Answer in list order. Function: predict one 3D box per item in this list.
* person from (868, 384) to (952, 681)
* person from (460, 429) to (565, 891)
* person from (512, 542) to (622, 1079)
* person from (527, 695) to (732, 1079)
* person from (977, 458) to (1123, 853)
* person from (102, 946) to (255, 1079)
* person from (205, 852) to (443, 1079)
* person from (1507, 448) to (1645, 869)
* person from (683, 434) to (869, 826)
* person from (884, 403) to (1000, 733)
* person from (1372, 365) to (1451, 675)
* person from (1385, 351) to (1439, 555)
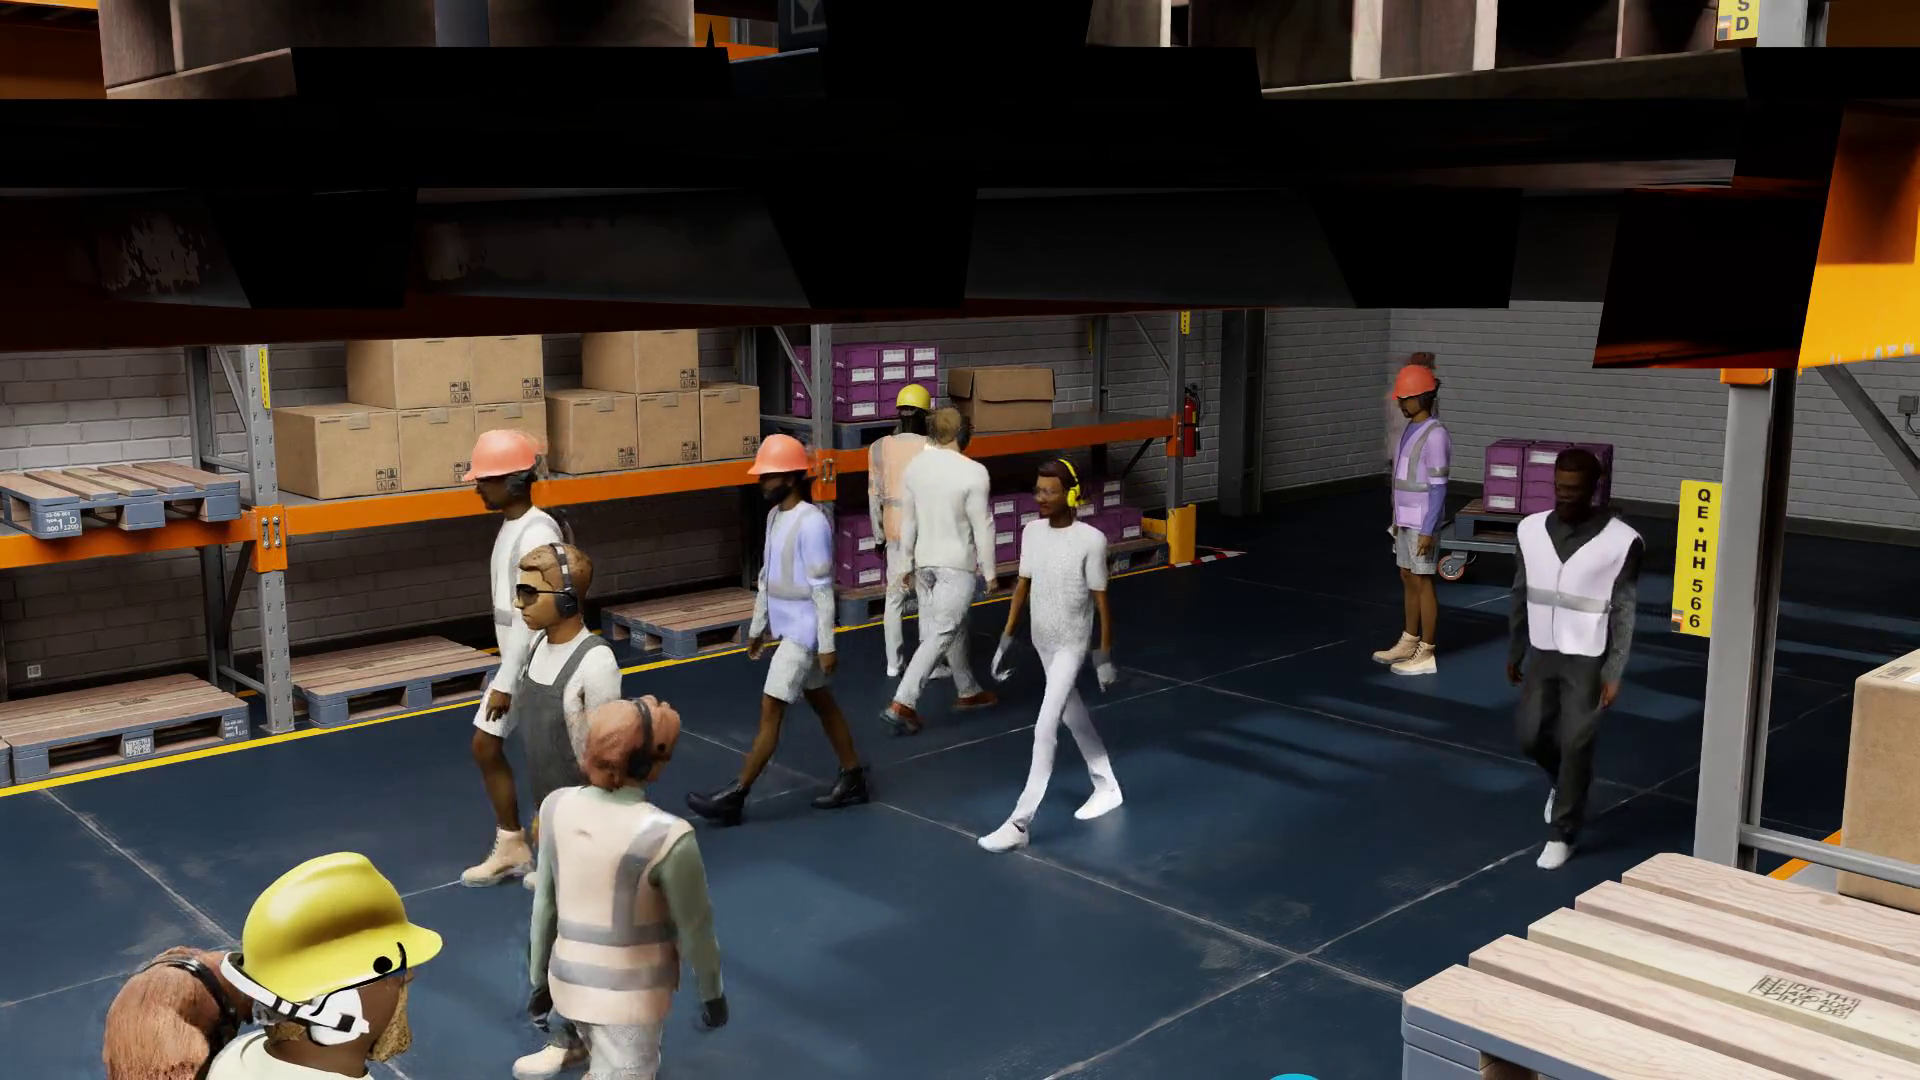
[{"bbox_3d":[-0.302,-0.042,10.745,0.585,1.919,0.374,4,10,21],"label":"person"},{"bbox_3d":[-1.899,0.542,7.065,0.708,2.014,0.606,-6,11,-31],"label":"person"},{"bbox_3d":[-1.246,0.914,5.360,0.346,1.845,0.505,-8,12,-38],"label":"person"},{"bbox_3d":[-0.840,1.188,4.414,0.520,1.610,0.720,6,12,33],"label":"person"},{"bbox_3d":[0.457,0.507,7.847,1.002,1.818,0.525,-8,13,-39],"label":"person"},{"bbox_3d":[-1.287,1.467,2.850,0.518,1.586,0.879,2,10,9],"label":"person"},{"bbox_3d":[-0.954,1.383,2.651,0.404,1.833,0.590,-9,13,-42],"label":"person"},{"bbox_3d":[2.796,0.515,7.559,0.577,1.900,0.596,-10,14,-44],"label":"person"},{"bbox_3d":[-0.883,0.432,8.063,0.993,1.881,0.565,-4,11,-23],"label":"person"},{"bbox_3d":[-0.109,0.152,9.679,0.989,1.898,0.638,-9,13,-44],"label":"person"},{"bbox_3d":[2.973,-0.130,10.921,0.392,2.034,0.605,-1,10,-4],"label":"person"},{"bbox_3d":[4.098,-0.764,15.056,0.474,1.890,0.719,-3,10,-19],"label":"person"}]
